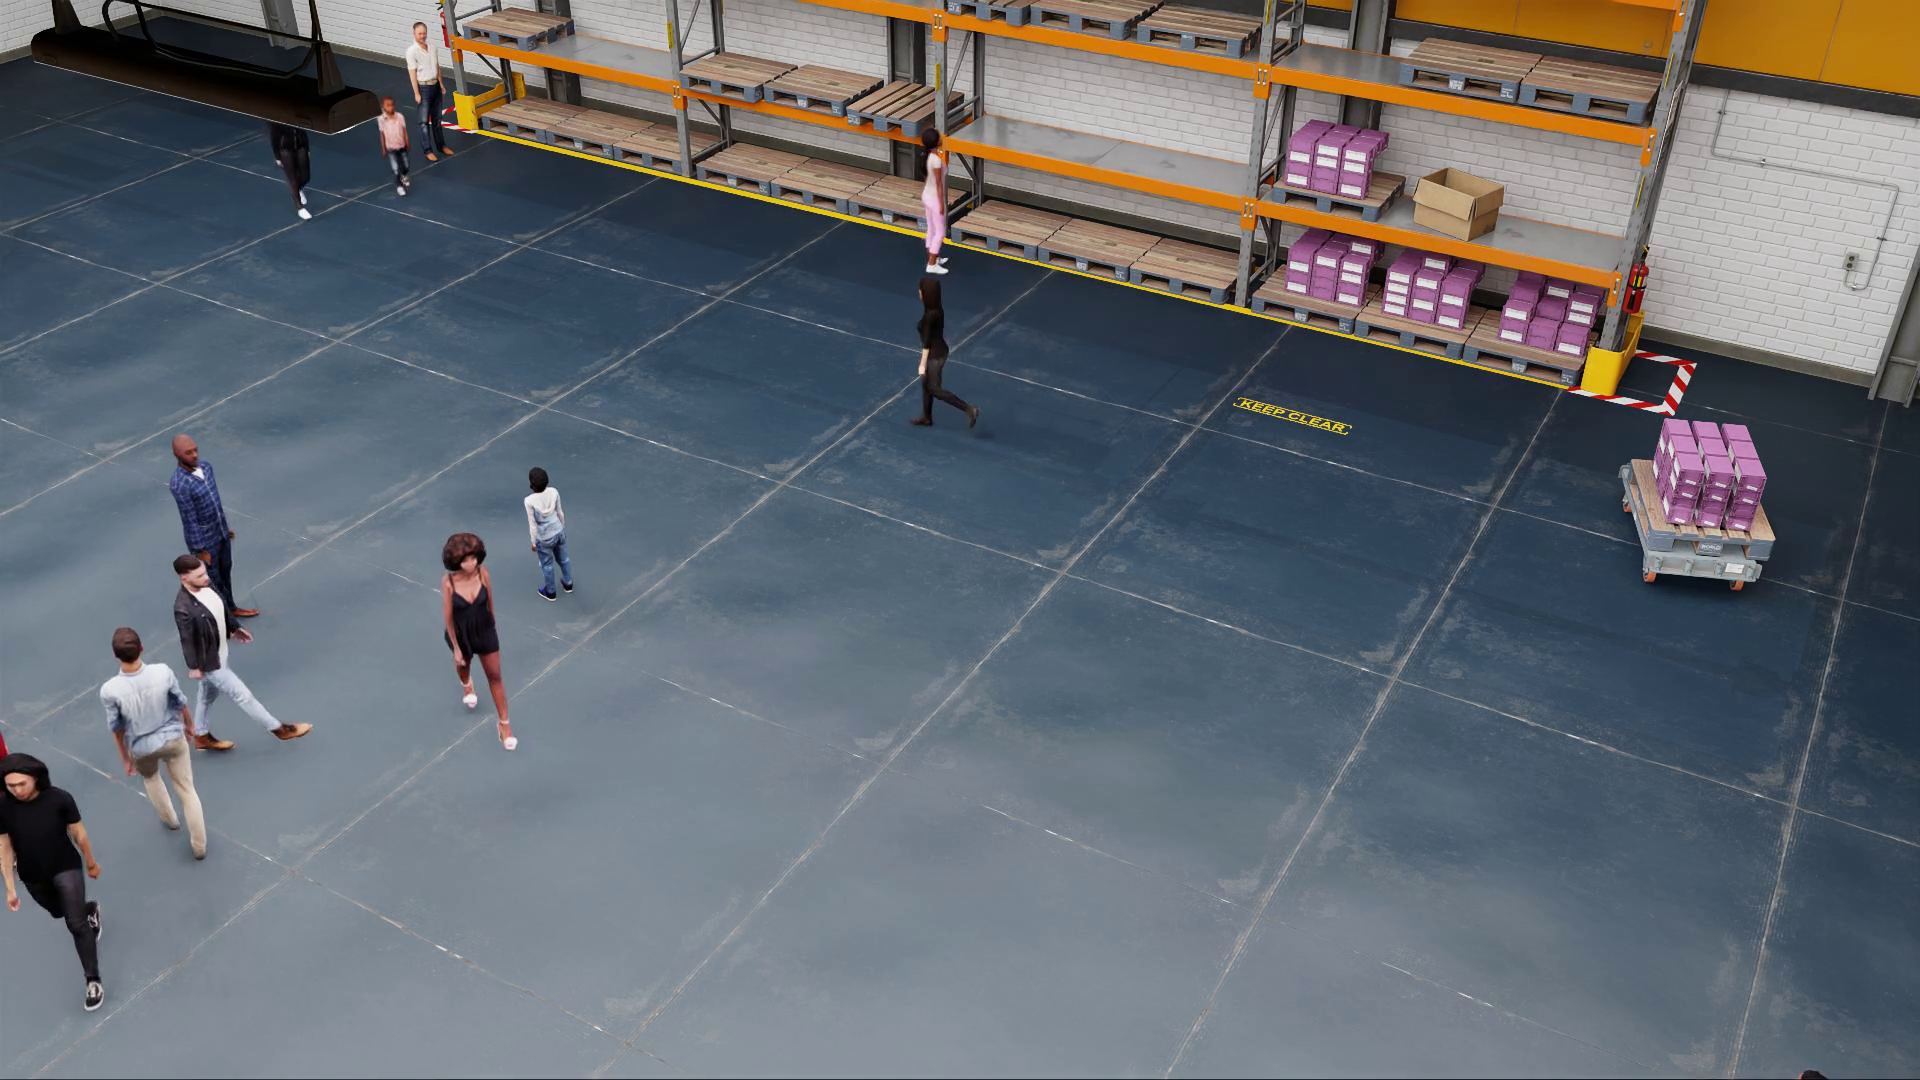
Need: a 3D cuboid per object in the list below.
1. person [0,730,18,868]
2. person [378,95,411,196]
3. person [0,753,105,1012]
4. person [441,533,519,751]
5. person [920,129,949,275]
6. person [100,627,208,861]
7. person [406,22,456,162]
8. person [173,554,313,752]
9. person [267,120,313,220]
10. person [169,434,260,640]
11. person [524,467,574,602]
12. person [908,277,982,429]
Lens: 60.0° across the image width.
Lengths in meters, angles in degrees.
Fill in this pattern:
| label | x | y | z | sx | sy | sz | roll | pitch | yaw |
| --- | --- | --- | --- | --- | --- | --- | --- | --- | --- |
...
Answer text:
| label | x | y | z | sx | sy | sz | roll | pitch | yaw |
| --- | --- | --- | --- | --- | --- | --- | --- | --- | --- |
| person | -6.640 | 1.555 | 11.357 | 0.733 | 1.548 | 0.678 | 0 | 34 | -1 |
| person | -7.392 | -5.181 | 21.718 | 0.694 | 1.298 | 0.777 | -16 | 37 | -23 |
| person | -5.704 | 2.003 | 10.454 | 1.122 | 1.802 | 1.155 | -7 | 34 | -10 |
| person | -3.698 | 0.689 | 12.492 | 0.932 | 1.736 | 1.174 | -18 | 38 | -25 |
| person | -0.323 | -3.978 | 19.511 | 0.790 | 1.738 | 0.708 | -10 | 35 | -15 |
| person | -5.427 | 1.440 | 11.280 | 0.907 | 1.827 | 1.030 | -19 | 38 | -26 |
| person | -7.272 | -6.152 | 22.679 | 0.618 | 1.850 | 0.688 | 24 | 40 | 31 |
| person | -5.574 | 0.862 | 12.178 | 1.190 | 1.794 | 1.077 | -5 | 34 | -8 |
| person | -8.466 | -4.903 | 20.967 | 0.782 | 1.667 | 0.884 | -24 | 41 | -32 |
| person | -6.139 | -0.057 | 13.540 | 0.750 | 1.817 | 0.749 | 3 | 34 | 4 |
| person | -3.485 | -0.061 | 14.050 | 0.540 | 1.260 | 0.571 | -25 | 41 | -33 |
| person | -0.168 | -1.780 | 16.314 | 1.052 | 1.617 | 0.816 | 4 | 34 | 7 |
